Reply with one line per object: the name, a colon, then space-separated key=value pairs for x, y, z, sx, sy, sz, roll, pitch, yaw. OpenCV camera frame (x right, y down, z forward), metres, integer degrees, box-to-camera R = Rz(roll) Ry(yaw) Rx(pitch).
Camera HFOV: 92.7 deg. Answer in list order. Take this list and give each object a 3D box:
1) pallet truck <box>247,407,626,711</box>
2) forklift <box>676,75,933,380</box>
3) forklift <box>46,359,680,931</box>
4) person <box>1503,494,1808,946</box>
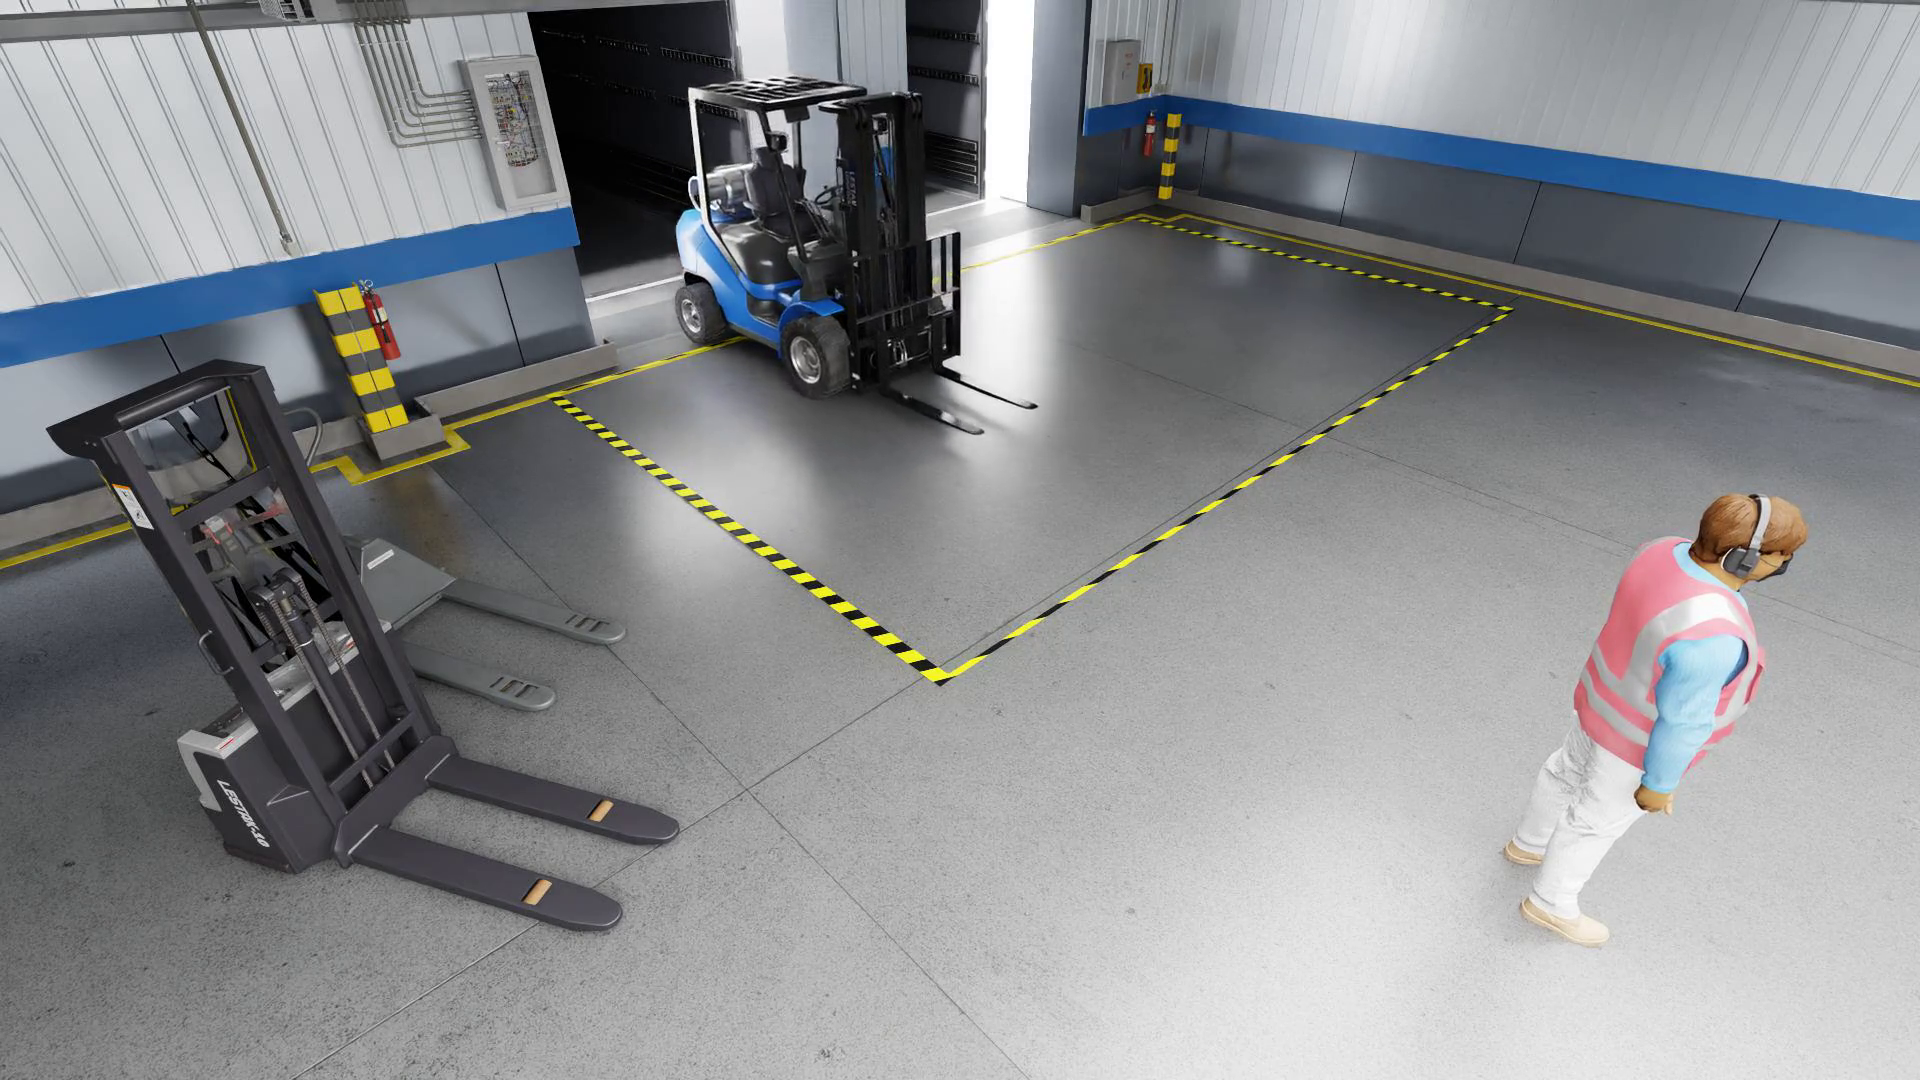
pallet truck: x=-2.628 y=0.038 z=4.590 sx=1.601 sy=1.201 sz=0.680 roll=12 pitch=36 yaw=18
forklift: x=-1.330 y=-2.671 z=7.580 sx=2.680 sy=2.036 sz=1.157 roll=29 pitch=44 yaw=36
forklift: x=-2.135 y=0.422 z=3.354 sx=1.885 sy=1.965 sz=0.823 roll=10 pitch=35 yaw=14
person: x=2.346 y=0.643 z=3.166 sx=0.429 sy=1.844 sz=0.626 roll=10 pitch=35 yaw=14
